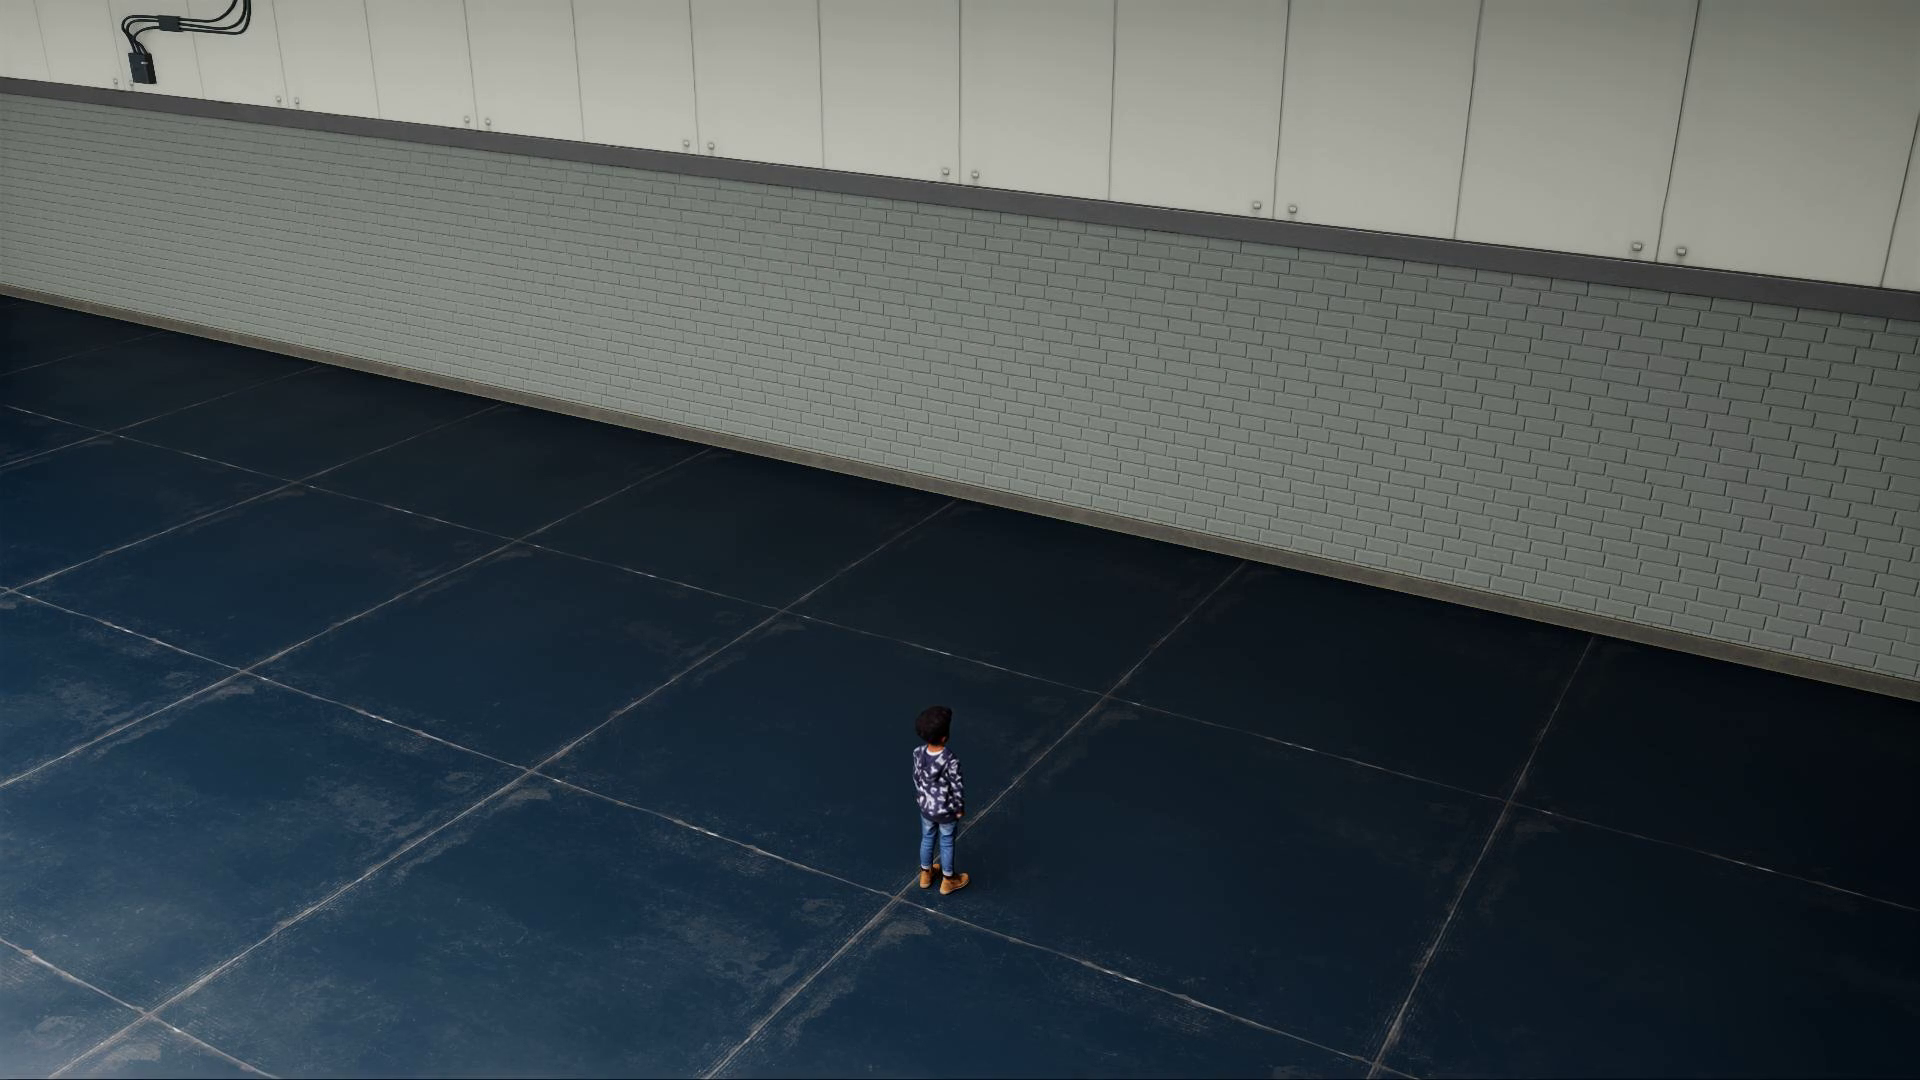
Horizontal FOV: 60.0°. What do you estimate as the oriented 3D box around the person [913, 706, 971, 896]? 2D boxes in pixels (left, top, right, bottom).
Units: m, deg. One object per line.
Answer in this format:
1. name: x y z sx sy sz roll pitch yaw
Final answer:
1. person: -0.129 1.566 10.076 0.495 1.251 0.508 14 27 30
